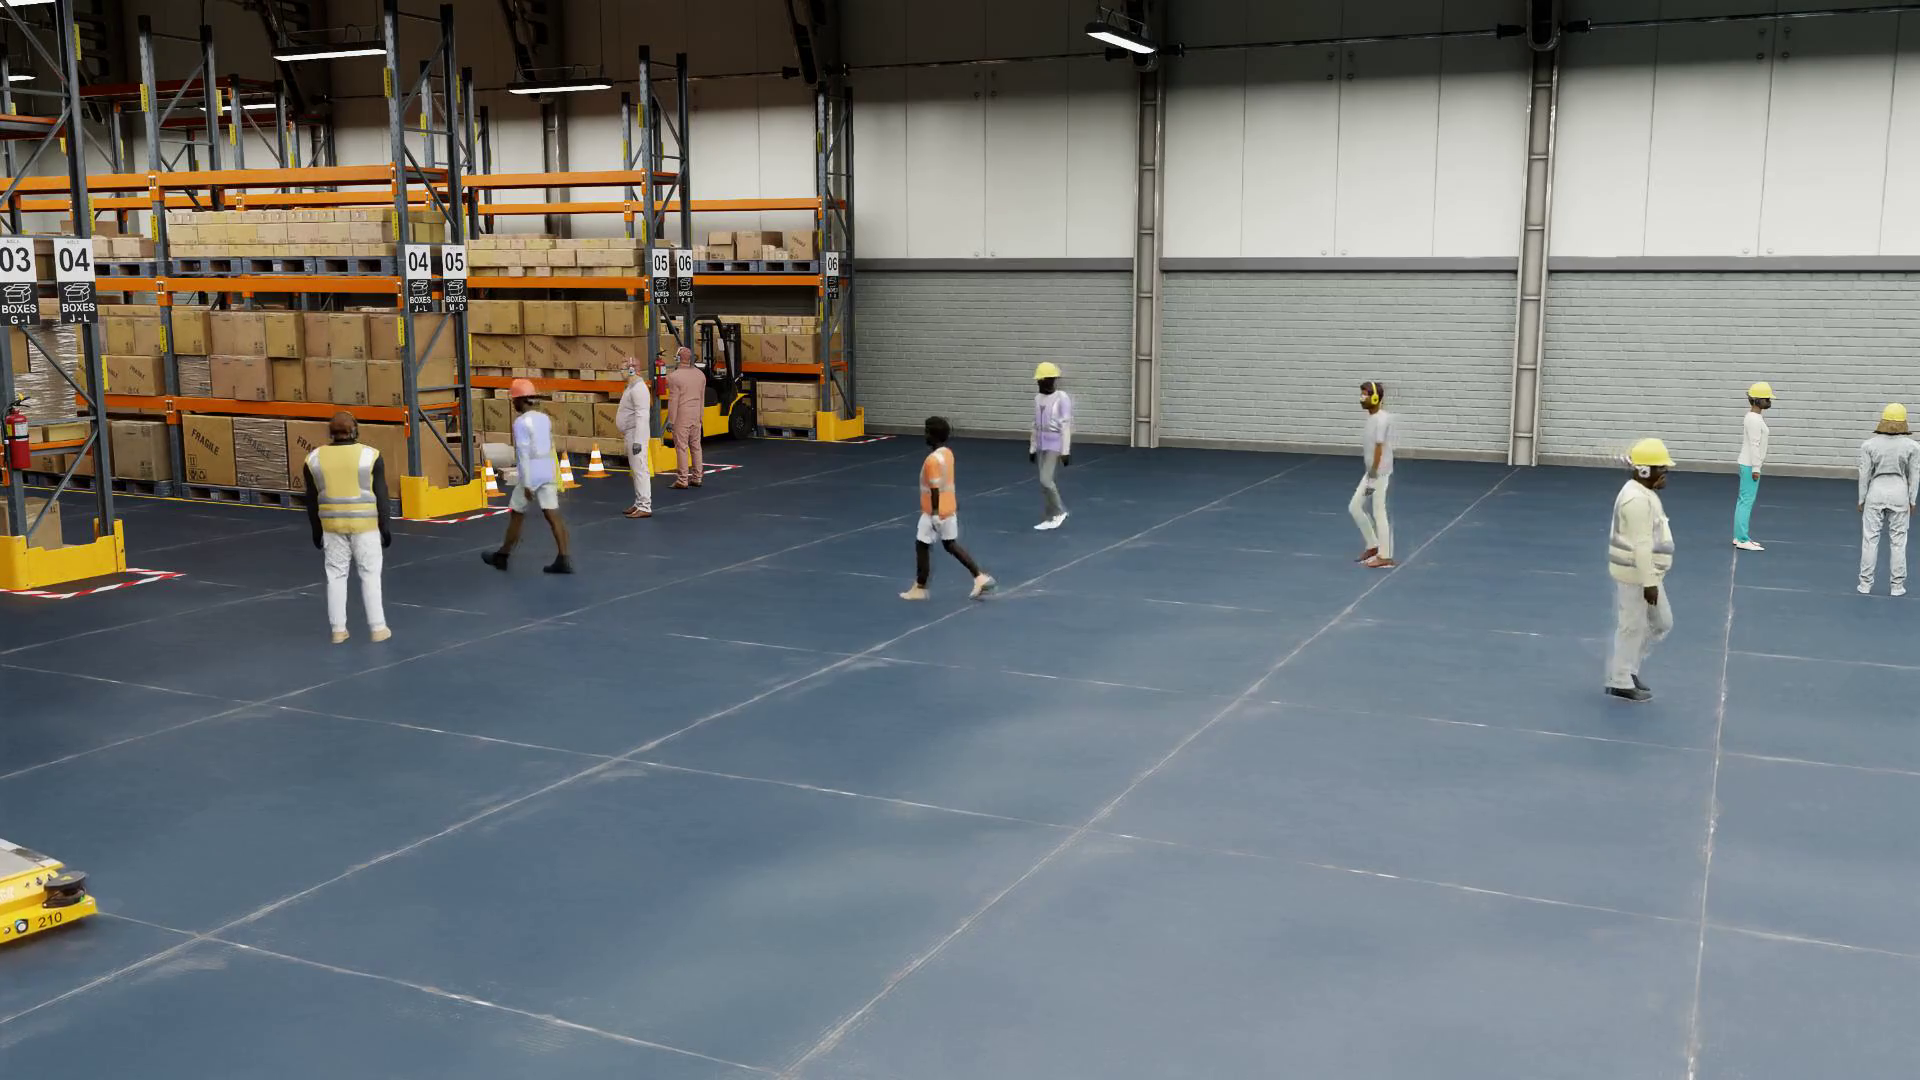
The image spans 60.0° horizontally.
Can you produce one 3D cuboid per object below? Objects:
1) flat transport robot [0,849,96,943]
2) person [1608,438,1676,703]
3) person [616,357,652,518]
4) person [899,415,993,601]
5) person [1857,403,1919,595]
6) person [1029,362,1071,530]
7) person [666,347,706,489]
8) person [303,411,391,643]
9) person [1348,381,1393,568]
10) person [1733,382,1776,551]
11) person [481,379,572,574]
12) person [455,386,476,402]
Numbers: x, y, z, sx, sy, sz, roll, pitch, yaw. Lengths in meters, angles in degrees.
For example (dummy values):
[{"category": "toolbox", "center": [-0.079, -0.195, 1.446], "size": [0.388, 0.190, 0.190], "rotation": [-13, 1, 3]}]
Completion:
[{"category": "flat transport robot", "center": [-4.676, 1.578, 7.650], "size": [1.431, 0.197, 0.652], "rotation": [6, 11, 35]}, {"category": "person", "center": [4.616, 0.217, 11.255], "size": [0.431, 1.815, 0.606], "rotation": [5, 11, 29]}, {"category": "person", "center": [-3.878, -1.213, 19.762], "size": [0.401, 1.907, 0.648], "rotation": [-3, 10, -15]}, {"category": "person", "center": [-0.123, -0.271, 14.708], "size": [0.786, 1.671, 0.536], "rotation": [3, 10, 16]}, {"category": "person", "center": [8.409, -0.368, 15.082], "size": [0.485, 1.744, 0.295], "rotation": [5, 11, 29]}, {"category": "person", "center": [0.988, -1.045, 18.717], "size": [0.425, 1.907, 0.608], "rotation": [-6, 11, -32]}, {"category": "person", "center": [-3.707, -1.638, 22.365], "size": [0.409, 1.907, 0.650], "rotation": [6, 11, 34]}, {"category": "person", "center": [-4.806, -0.099, 13.131], "size": [0.628, 1.843, 0.429], "rotation": [-1, 9, -6]}, {"category": "person", "center": [4.076, -0.631, 16.384], "size": [0.459, 1.853, 0.536], "rotation": [-1, 9, -3]}, {"category": "person", "center": [8.362, -0.776, 17.515], "size": [0.311, 1.769, 0.522], "rotation": [3, 10, 20]}, {"category": "person", "center": [-4.217, -0.614, 16.132], "size": [1.009, 1.883, 0.560], "rotation": [4, 10, 23]}, {"category": "person", "center": [-8.408, -2.659, 28.215], "size": [0.536, 2.000, 0.673], "rotation": [6, 11, 33]}]
